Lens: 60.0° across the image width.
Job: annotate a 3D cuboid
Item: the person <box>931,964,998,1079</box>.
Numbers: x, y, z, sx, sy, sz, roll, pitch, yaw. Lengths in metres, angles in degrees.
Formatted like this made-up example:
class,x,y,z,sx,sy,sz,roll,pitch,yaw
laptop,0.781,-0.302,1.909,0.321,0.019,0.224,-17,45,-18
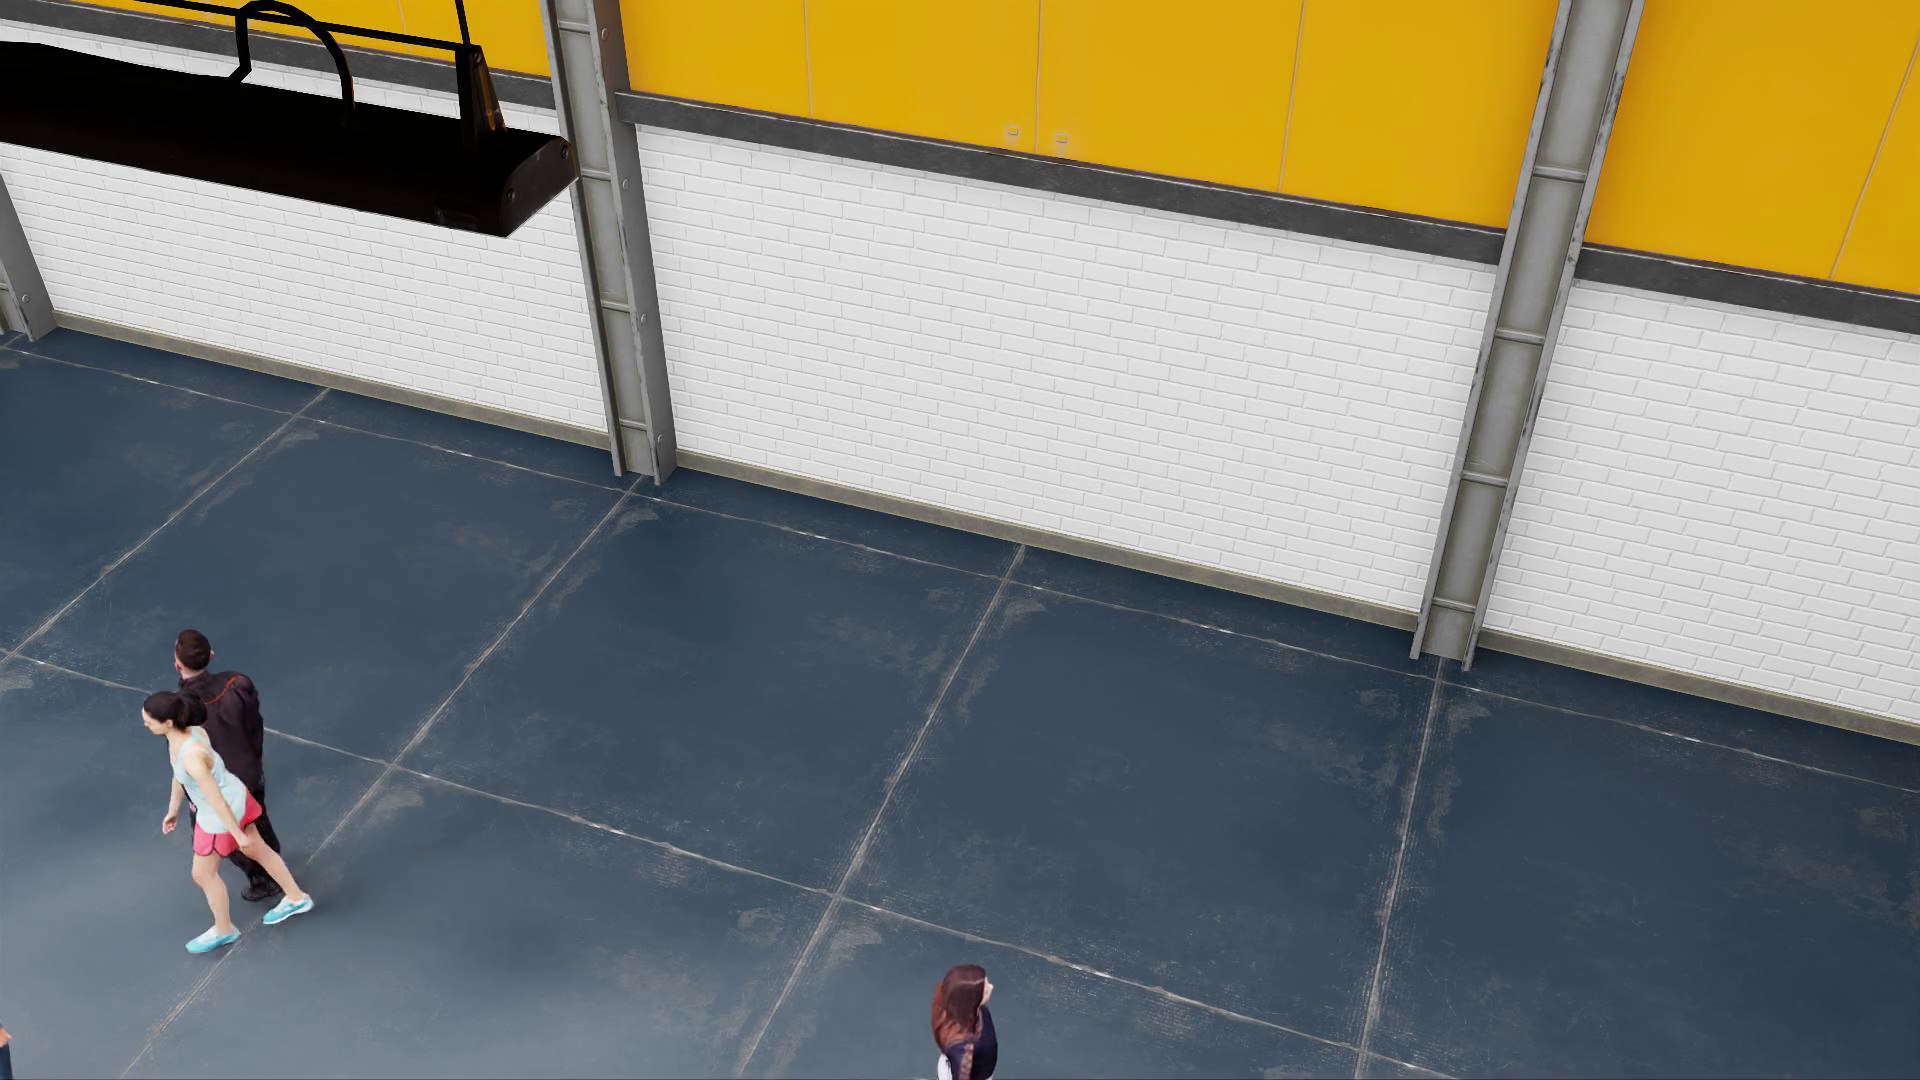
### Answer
class,x,y,z,sx,sy,sz,roll,pitch,yaw
person,-0.025,2.483,7.684,1.023,1.594,0.882,-6,39,-8

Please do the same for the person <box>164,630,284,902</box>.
class,x,y,z,sx,sy,sz,roll,pitch,yaw
person,-3.936,1.261,9.017,0.852,1.840,0.803,17,42,21

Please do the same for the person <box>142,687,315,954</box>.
class,x,y,z,sx,sy,sz,roll,pitch,yaw
person,-3.845,1.435,8.884,0.981,1.735,0.915,-17,42,-20
